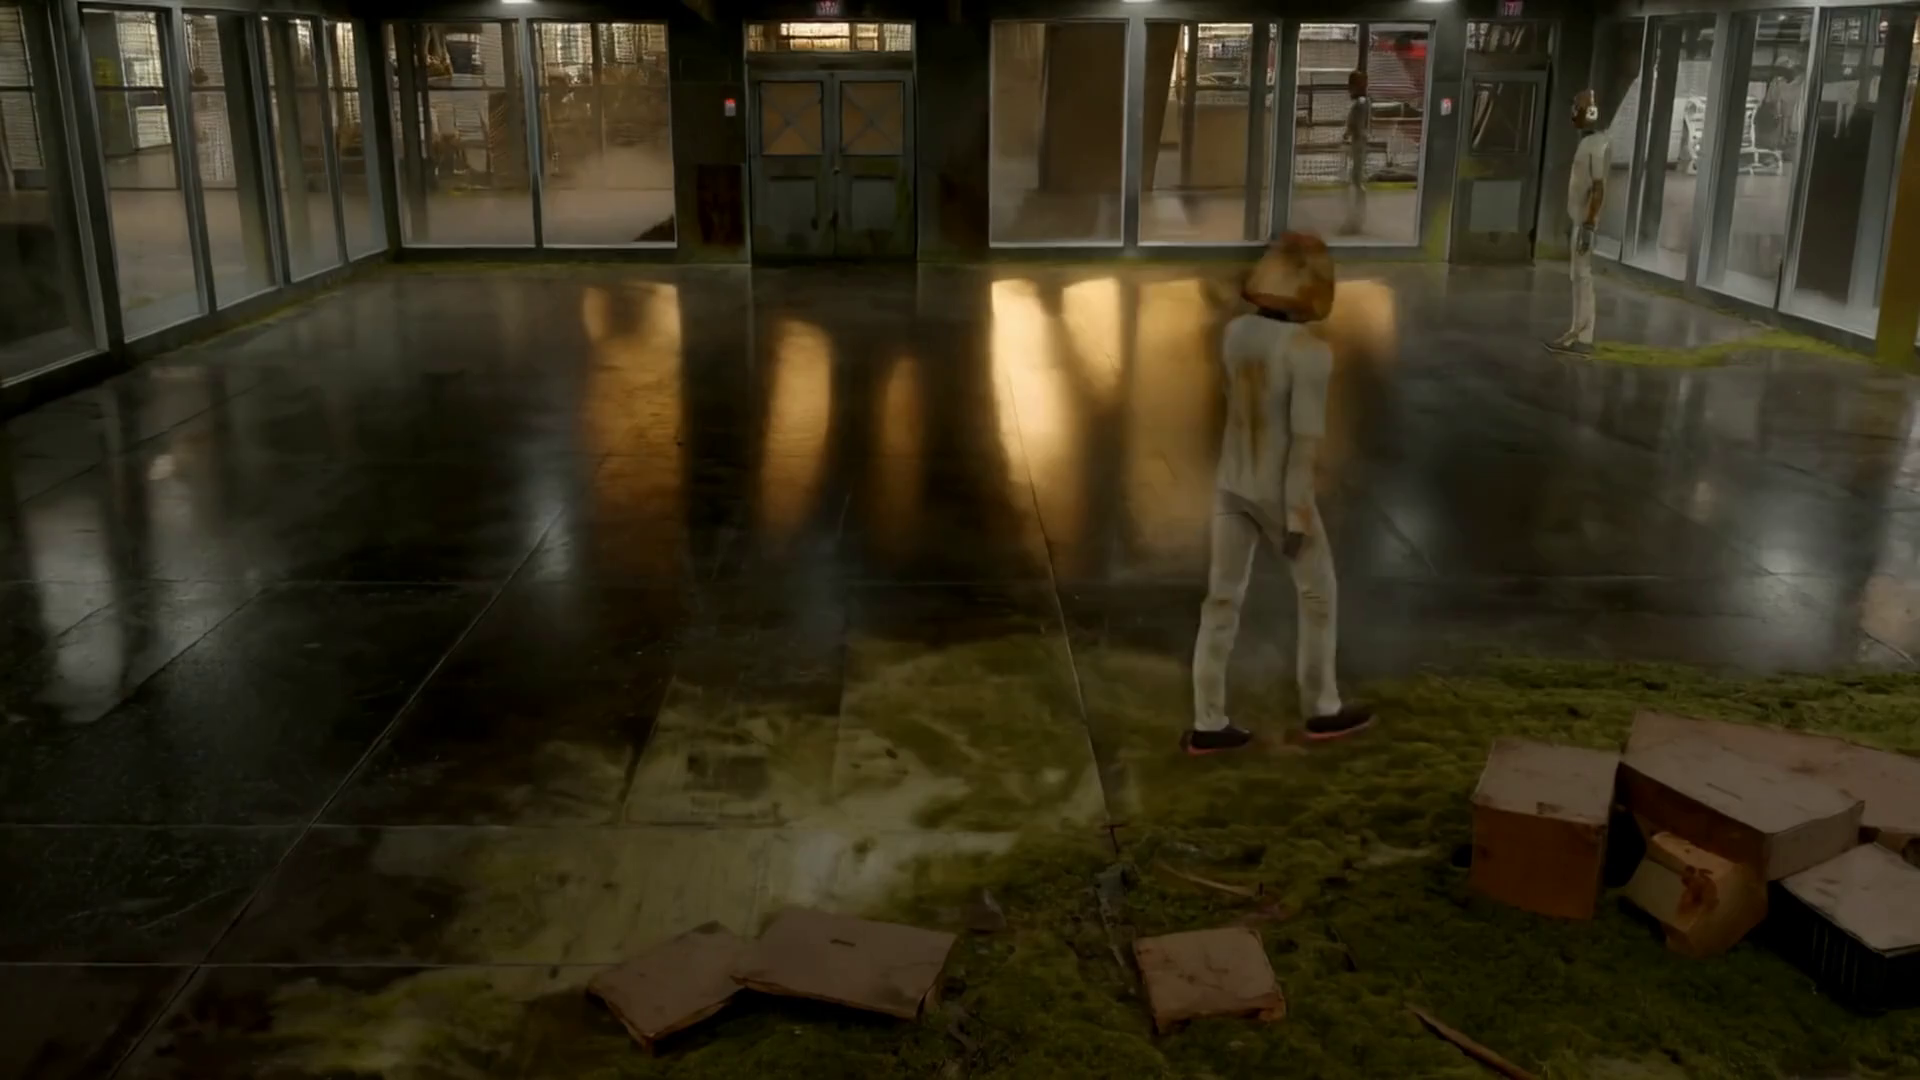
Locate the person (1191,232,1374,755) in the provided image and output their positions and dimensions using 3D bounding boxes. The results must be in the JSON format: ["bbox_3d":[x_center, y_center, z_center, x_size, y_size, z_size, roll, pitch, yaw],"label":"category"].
[{"bbox_3d":[1.014,-0.135,5.100,0.735,1.600,0.501,-10,19,-32],"label":"person"}]

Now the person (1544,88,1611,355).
[{"bbox_3d":[4.420,-2.243,11.816,0.309,1.864,0.535,3,17,11],"label":"person"}]
